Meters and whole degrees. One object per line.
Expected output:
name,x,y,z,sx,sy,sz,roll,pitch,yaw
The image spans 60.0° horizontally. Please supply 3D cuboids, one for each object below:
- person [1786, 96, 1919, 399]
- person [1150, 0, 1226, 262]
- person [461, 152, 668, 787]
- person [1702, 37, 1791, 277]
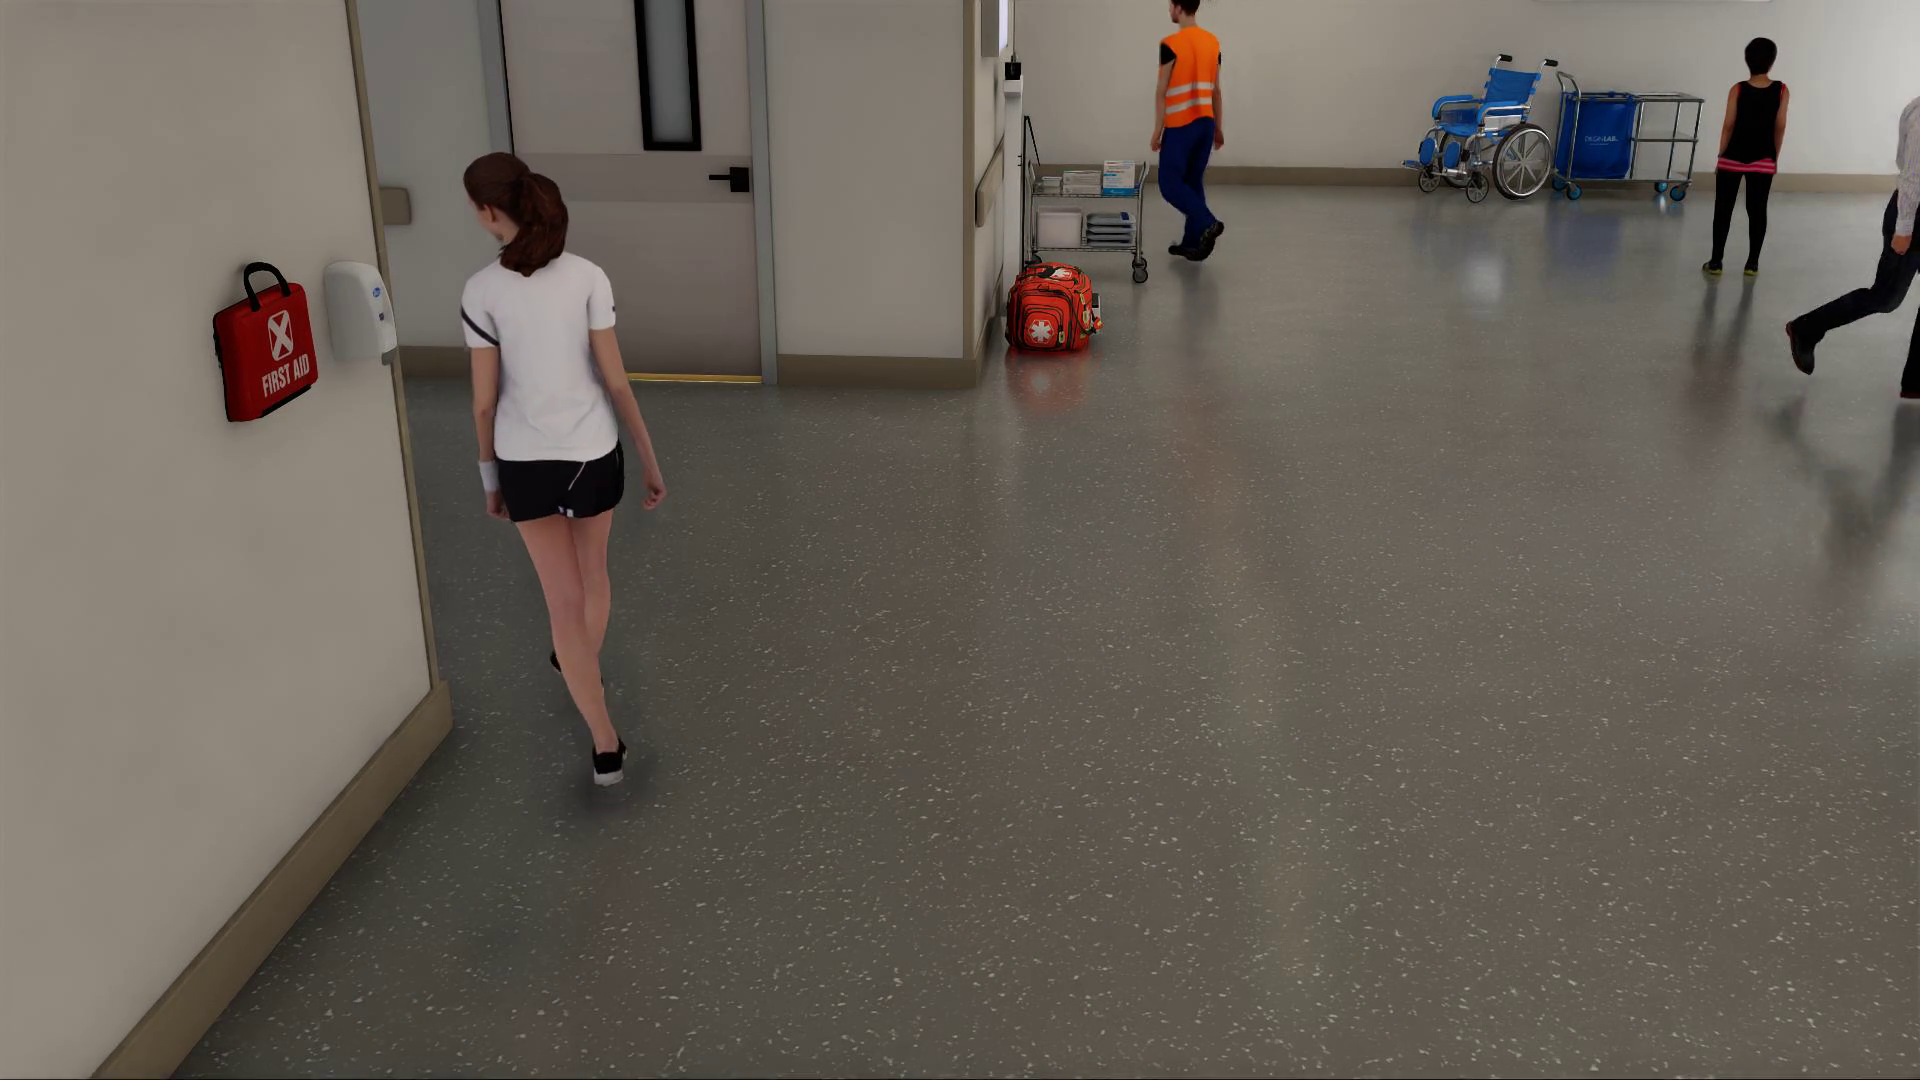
person,4.665,-1.592,8.234,1.118,1.798,1.151,-18,27,-40
person,1.584,-2.789,11.301,1.011,1.865,1.084,-12,24,-29
person,-1.085,-0.135,4.533,0.995,1.695,1.175,-9,22,-22
person,5.278,-2.563,11.147,0.571,1.551,0.545,5,21,13
